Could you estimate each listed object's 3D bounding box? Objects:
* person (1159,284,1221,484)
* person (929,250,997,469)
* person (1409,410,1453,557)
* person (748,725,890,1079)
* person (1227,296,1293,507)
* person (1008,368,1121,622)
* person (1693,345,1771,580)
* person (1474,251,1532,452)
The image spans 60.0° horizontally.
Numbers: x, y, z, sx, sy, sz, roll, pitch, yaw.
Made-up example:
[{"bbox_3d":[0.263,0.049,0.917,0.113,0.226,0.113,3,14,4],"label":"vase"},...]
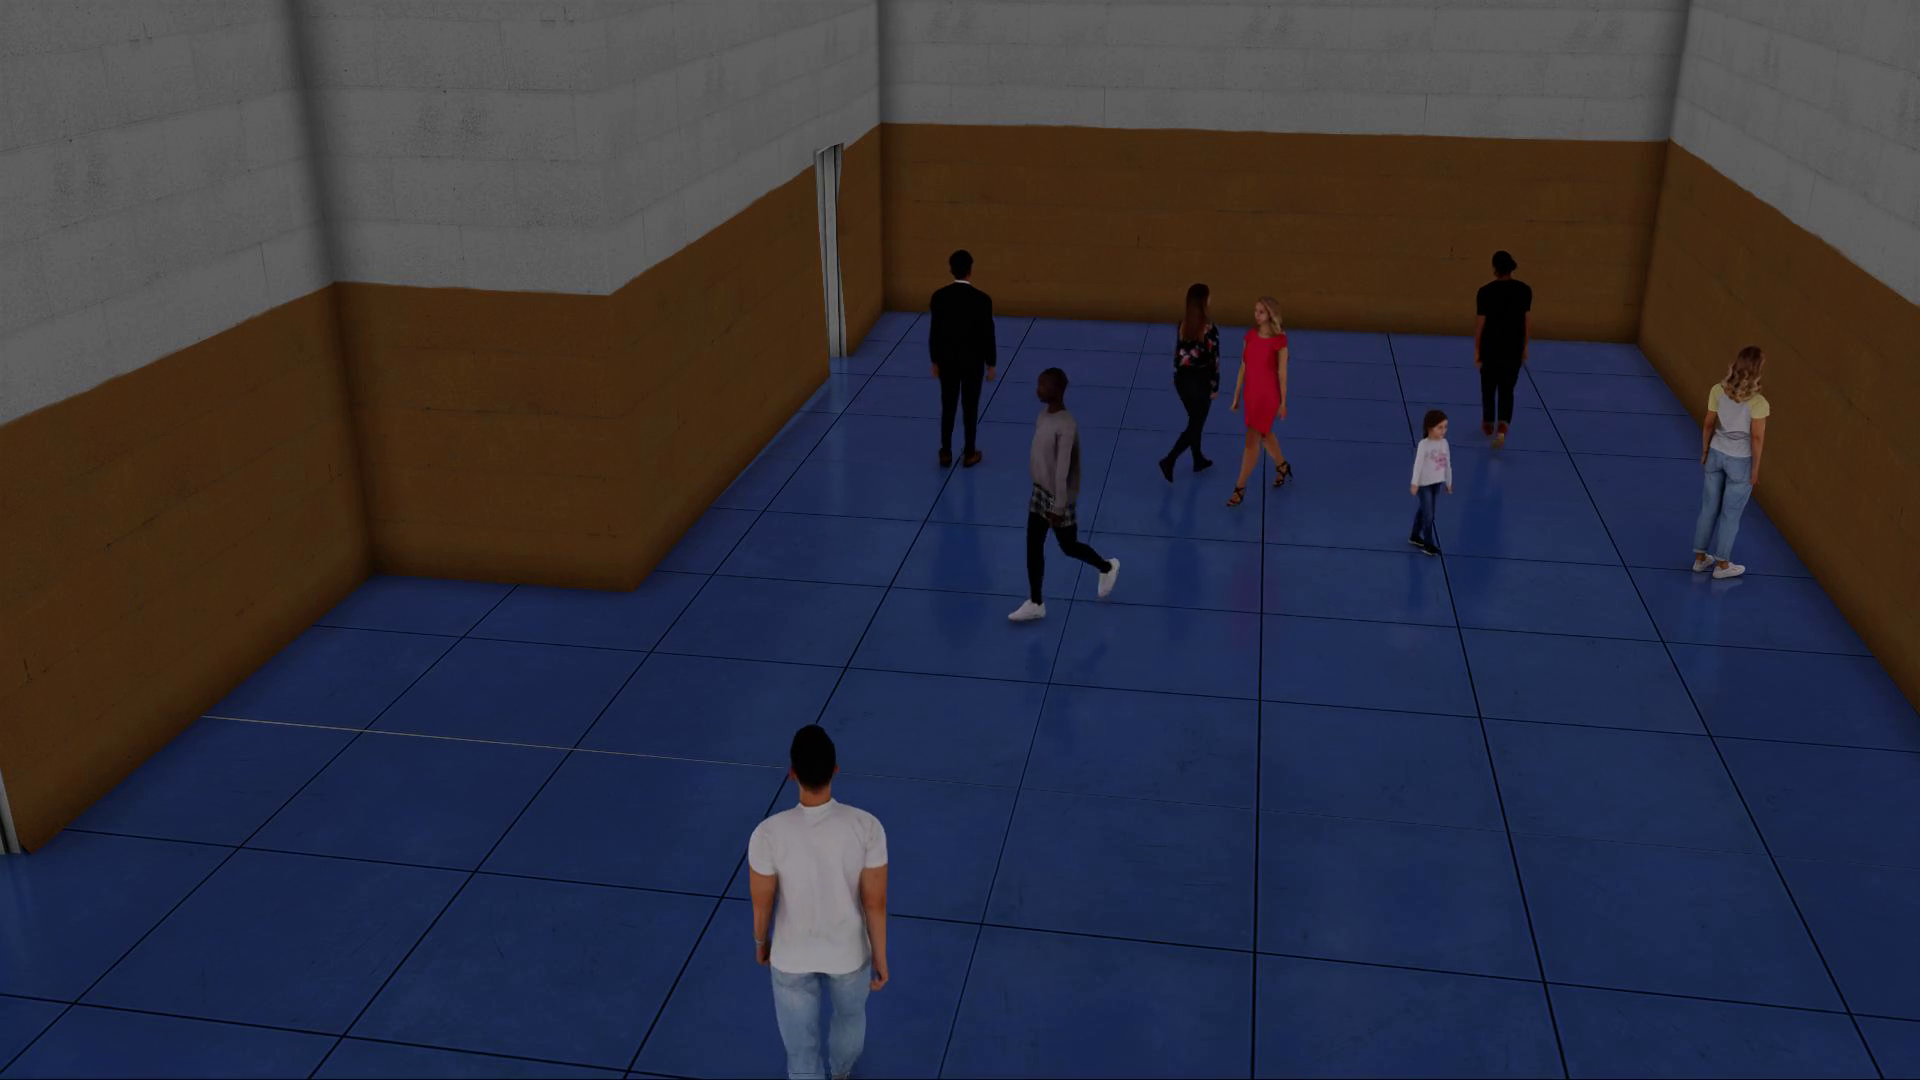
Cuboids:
[{"bbox_3d":[1.911,-1.279,13.866,1.029,1.657,1.040,-19,29,-39],"label":"person"},{"bbox_3d":[0.001,-1.527,14.181,0.600,1.881,0.796,5,23,13],"label":"person"},{"bbox_3d":[3.514,-0.468,12.594,0.639,1.100,0.692,-13,25,-29],"label":"person"},{"bbox_3d":[-0.540,1.624,6.416,1.104,1.824,0.984,-4,22,-10],"label":"person"},{"bbox_3d":[2.511,-1.139,13.484,1.067,1.682,1.036,-16,27,-35],"label":"person"},{"bbox_3d":[0.732,-0.298,11.309,1.185,1.743,1.067,-12,25,-28],"label":"person"},{"bbox_3d":[5.551,-0.565,11.979,0.757,1.724,0.707,-13,25,-30],"label":"person"},{"bbox_3d":[4.790,-1.641,14.679,1.048,1.723,0.707,4,22,11],"label":"person"}]
